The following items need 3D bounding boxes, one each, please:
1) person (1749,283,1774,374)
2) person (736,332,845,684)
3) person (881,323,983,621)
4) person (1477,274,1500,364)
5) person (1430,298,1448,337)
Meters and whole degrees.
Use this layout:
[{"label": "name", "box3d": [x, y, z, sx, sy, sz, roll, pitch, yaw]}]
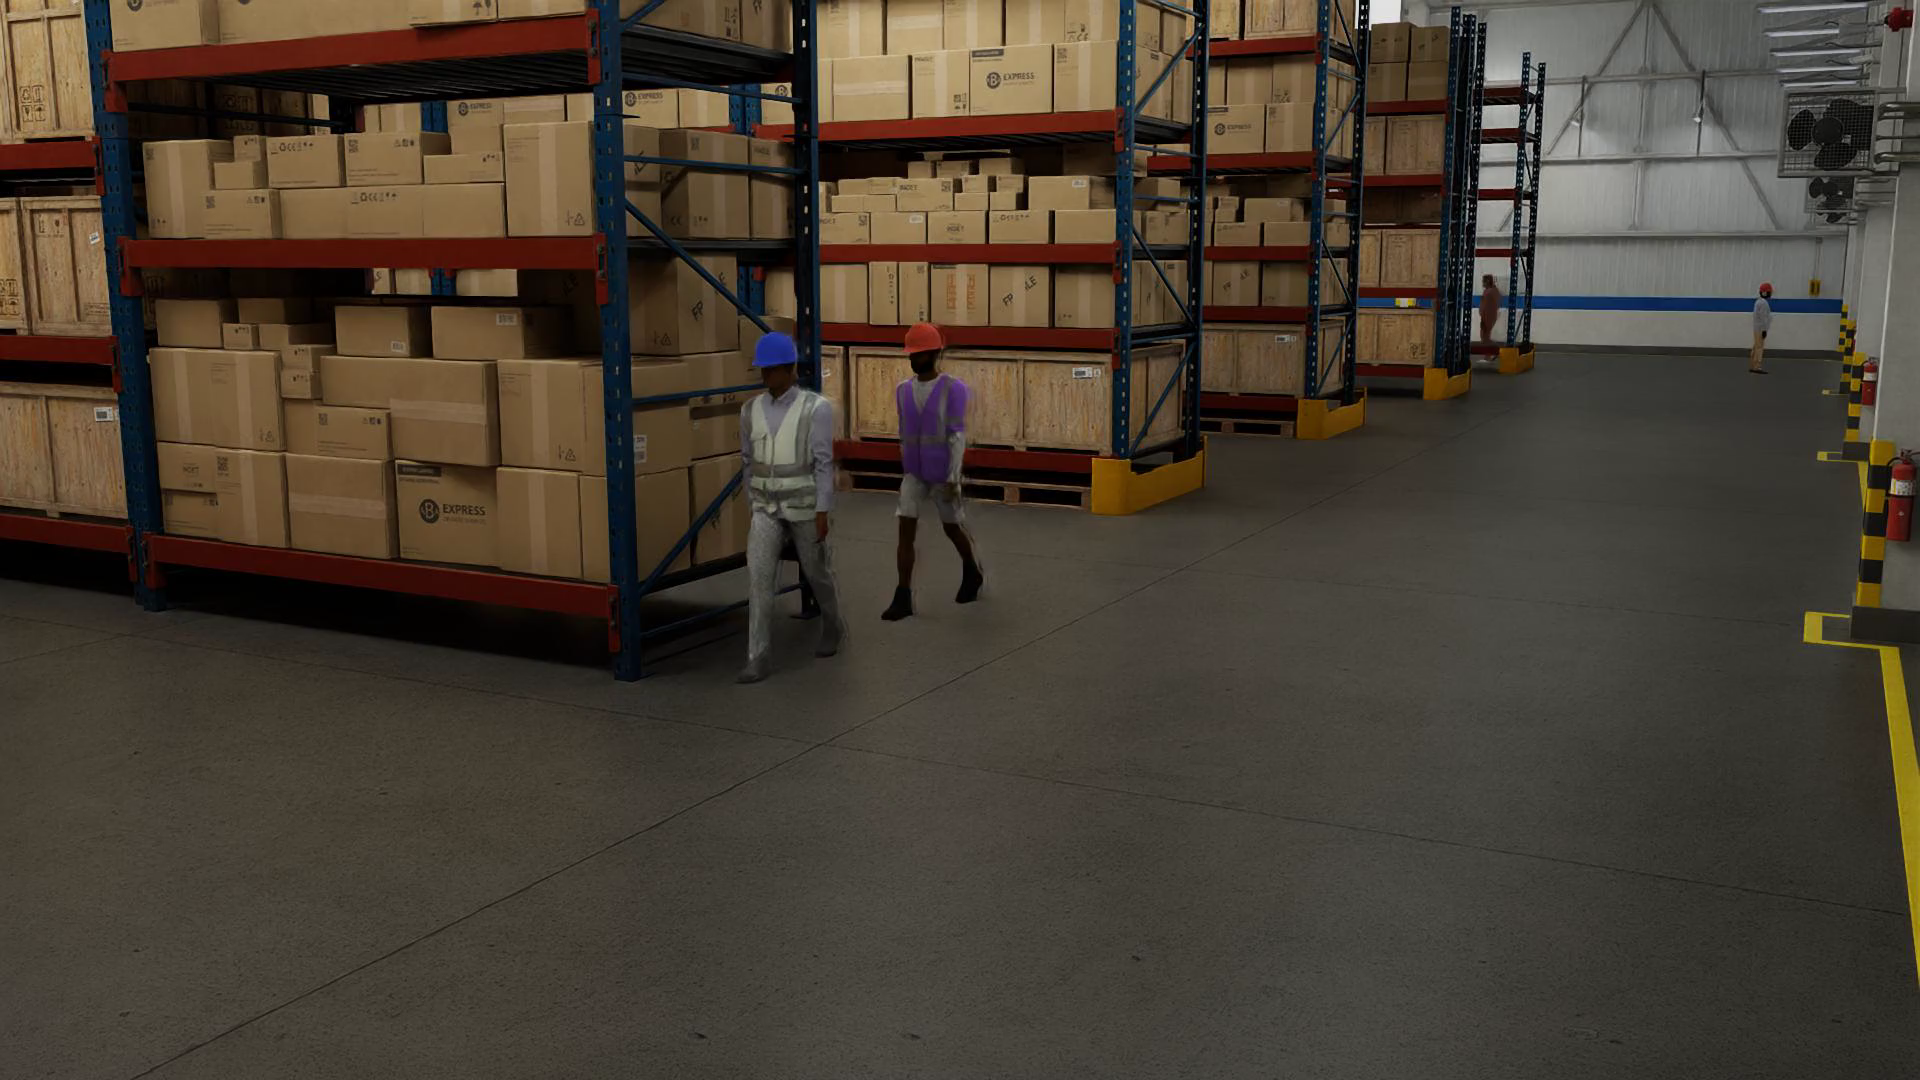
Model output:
[{"label": "person", "box3d": [15.512, -4.084, 32.149, 0.336, 1.749, 0.575, 2, 10, 12]}, {"label": "person", "box3d": [-0.931, -0.210, 9.289, 0.605, 1.916, 0.959, 4, 10, 20]}, {"label": "person", "box3d": [-0.163, -0.466, 10.808, 0.546, 1.901, 0.963, 5, 11, 28]}, {"label": "person", "box3d": [11.110, -4.656, 35.072, 0.425, 1.884, 0.660, 7, 12, 35]}, {"label": "person", "box3d": [10.668, -4.891, 36.921, 0.485, 1.722, 0.621, -6, 12, -33]}]
